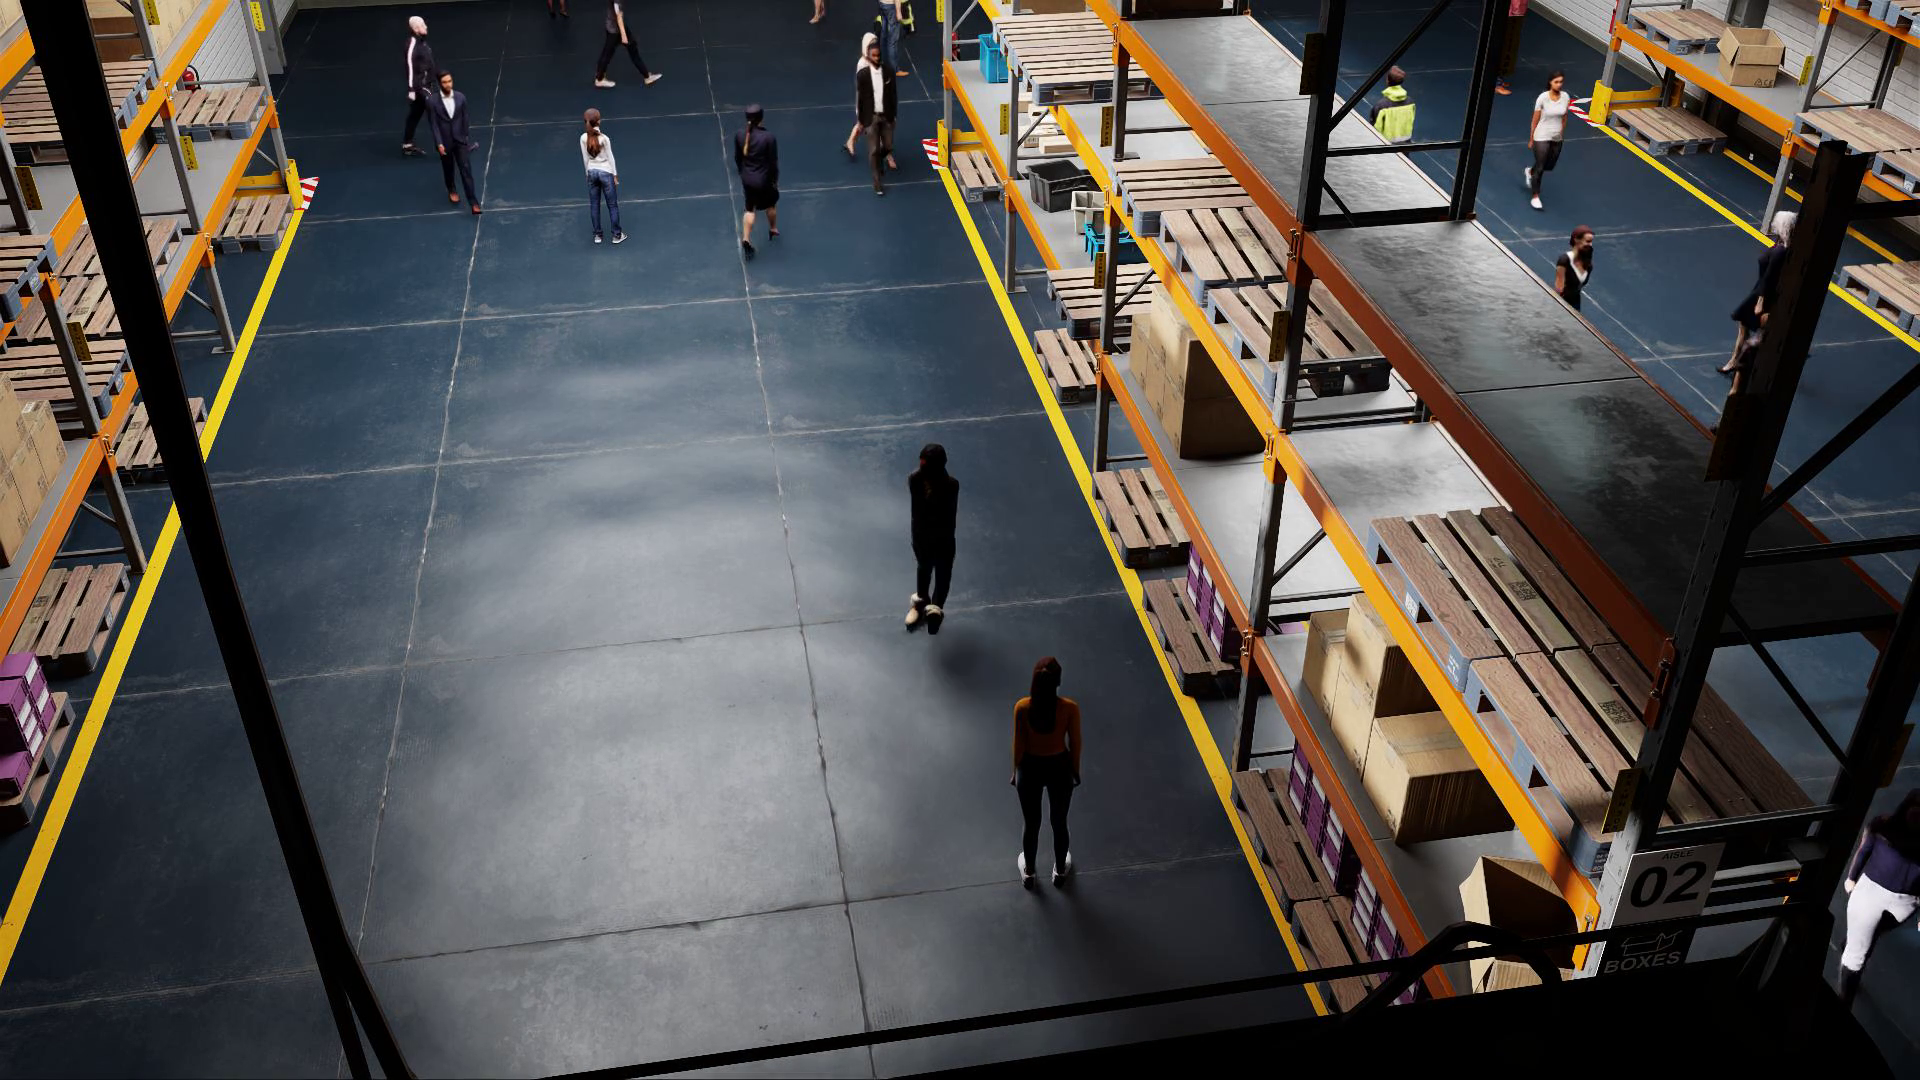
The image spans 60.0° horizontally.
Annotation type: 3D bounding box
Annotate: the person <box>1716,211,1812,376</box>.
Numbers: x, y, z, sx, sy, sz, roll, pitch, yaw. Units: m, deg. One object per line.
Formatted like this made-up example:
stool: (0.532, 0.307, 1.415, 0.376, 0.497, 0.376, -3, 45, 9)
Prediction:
person: (7.815, -2.282, 15.894, 1.077, 1.720, 1.008, 20, 38, 27)

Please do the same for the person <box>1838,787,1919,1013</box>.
person: (5.319, 2.029, 9.549, 0.956, 1.565, 1.150, 12, 36, 18)

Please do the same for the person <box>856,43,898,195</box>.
person: (-1.023, -5.109, 20.087, 0.702, 1.787, 0.874, -9, 35, -13)

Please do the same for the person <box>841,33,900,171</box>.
person: (-1.188, -5.455, 20.686, 1.164, 1.701, 1.128, 17, 37, 24)

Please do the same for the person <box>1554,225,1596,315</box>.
person: (5.561, -2.116, 15.607, 0.848, 1.762, 1.195, -17, 37, -24)

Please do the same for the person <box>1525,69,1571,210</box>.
person: (6.942, -4.792, 19.753, 0.584, 1.630, 0.885, -4, 34, -6)

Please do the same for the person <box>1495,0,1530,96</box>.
person: (7.677, -7.175, 23.157, 0.822, 1.829, 0.638, 7, 34, 10)

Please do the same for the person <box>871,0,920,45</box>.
person: (-1.038, -8.335, 24.904, 1.215, 1.827, 1.237, 23, 40, 31)

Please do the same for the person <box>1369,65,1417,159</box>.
person: (4.822, -4.364, 18.794, 0.848, 1.979, 0.773, -16, 37, -23)

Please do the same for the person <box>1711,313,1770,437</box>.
person: (7.007, -1.367, 14.770, 0.563, 1.440, 0.789, -8, 34, -11)

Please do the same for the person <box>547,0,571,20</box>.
person: (-6.422, -9.070, 26.119, 0.657, 1.706, 0.642, 9, 35, 13)

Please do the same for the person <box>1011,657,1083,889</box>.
person: (0.524, 1.438, 10.271, 0.630, 1.749, 0.594, 1, 34, 1)

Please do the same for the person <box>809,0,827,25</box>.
person: (-2.203, -8.949, 26.091, 0.850, 1.535, 0.906, 23, 40, 30)

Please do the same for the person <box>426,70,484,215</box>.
person: (-6.022, -4.690, 19.568, 0.918, 1.664, 1.278, -18, 37, -24)

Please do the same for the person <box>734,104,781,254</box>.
person: (-2.293, -3.974, 18.513, 1.015, 1.640, 1.176, 11, 35, 16)

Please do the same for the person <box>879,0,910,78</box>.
person: (-1.015, -7.591, 23.760, 0.775, 1.855, 0.608, -15, 36, -21)

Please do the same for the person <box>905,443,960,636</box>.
person: (-0.264, 0.040, 12.464, 0.865, 1.651, 0.976, 7, 34, 11)

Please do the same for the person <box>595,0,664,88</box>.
person: (-4.848, -7.111, 23.177, 0.874, 1.699, 1.185, -1, 34, -1)

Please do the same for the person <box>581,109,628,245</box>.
person: (-4.071, -4.116, 18.799, 0.593, 1.559, 0.613, 4, 34, 7)

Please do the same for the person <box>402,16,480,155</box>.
person: (-6.862, -5.647, 20.908, 0.779, 1.773, 1.179, -4, 34, -6)
